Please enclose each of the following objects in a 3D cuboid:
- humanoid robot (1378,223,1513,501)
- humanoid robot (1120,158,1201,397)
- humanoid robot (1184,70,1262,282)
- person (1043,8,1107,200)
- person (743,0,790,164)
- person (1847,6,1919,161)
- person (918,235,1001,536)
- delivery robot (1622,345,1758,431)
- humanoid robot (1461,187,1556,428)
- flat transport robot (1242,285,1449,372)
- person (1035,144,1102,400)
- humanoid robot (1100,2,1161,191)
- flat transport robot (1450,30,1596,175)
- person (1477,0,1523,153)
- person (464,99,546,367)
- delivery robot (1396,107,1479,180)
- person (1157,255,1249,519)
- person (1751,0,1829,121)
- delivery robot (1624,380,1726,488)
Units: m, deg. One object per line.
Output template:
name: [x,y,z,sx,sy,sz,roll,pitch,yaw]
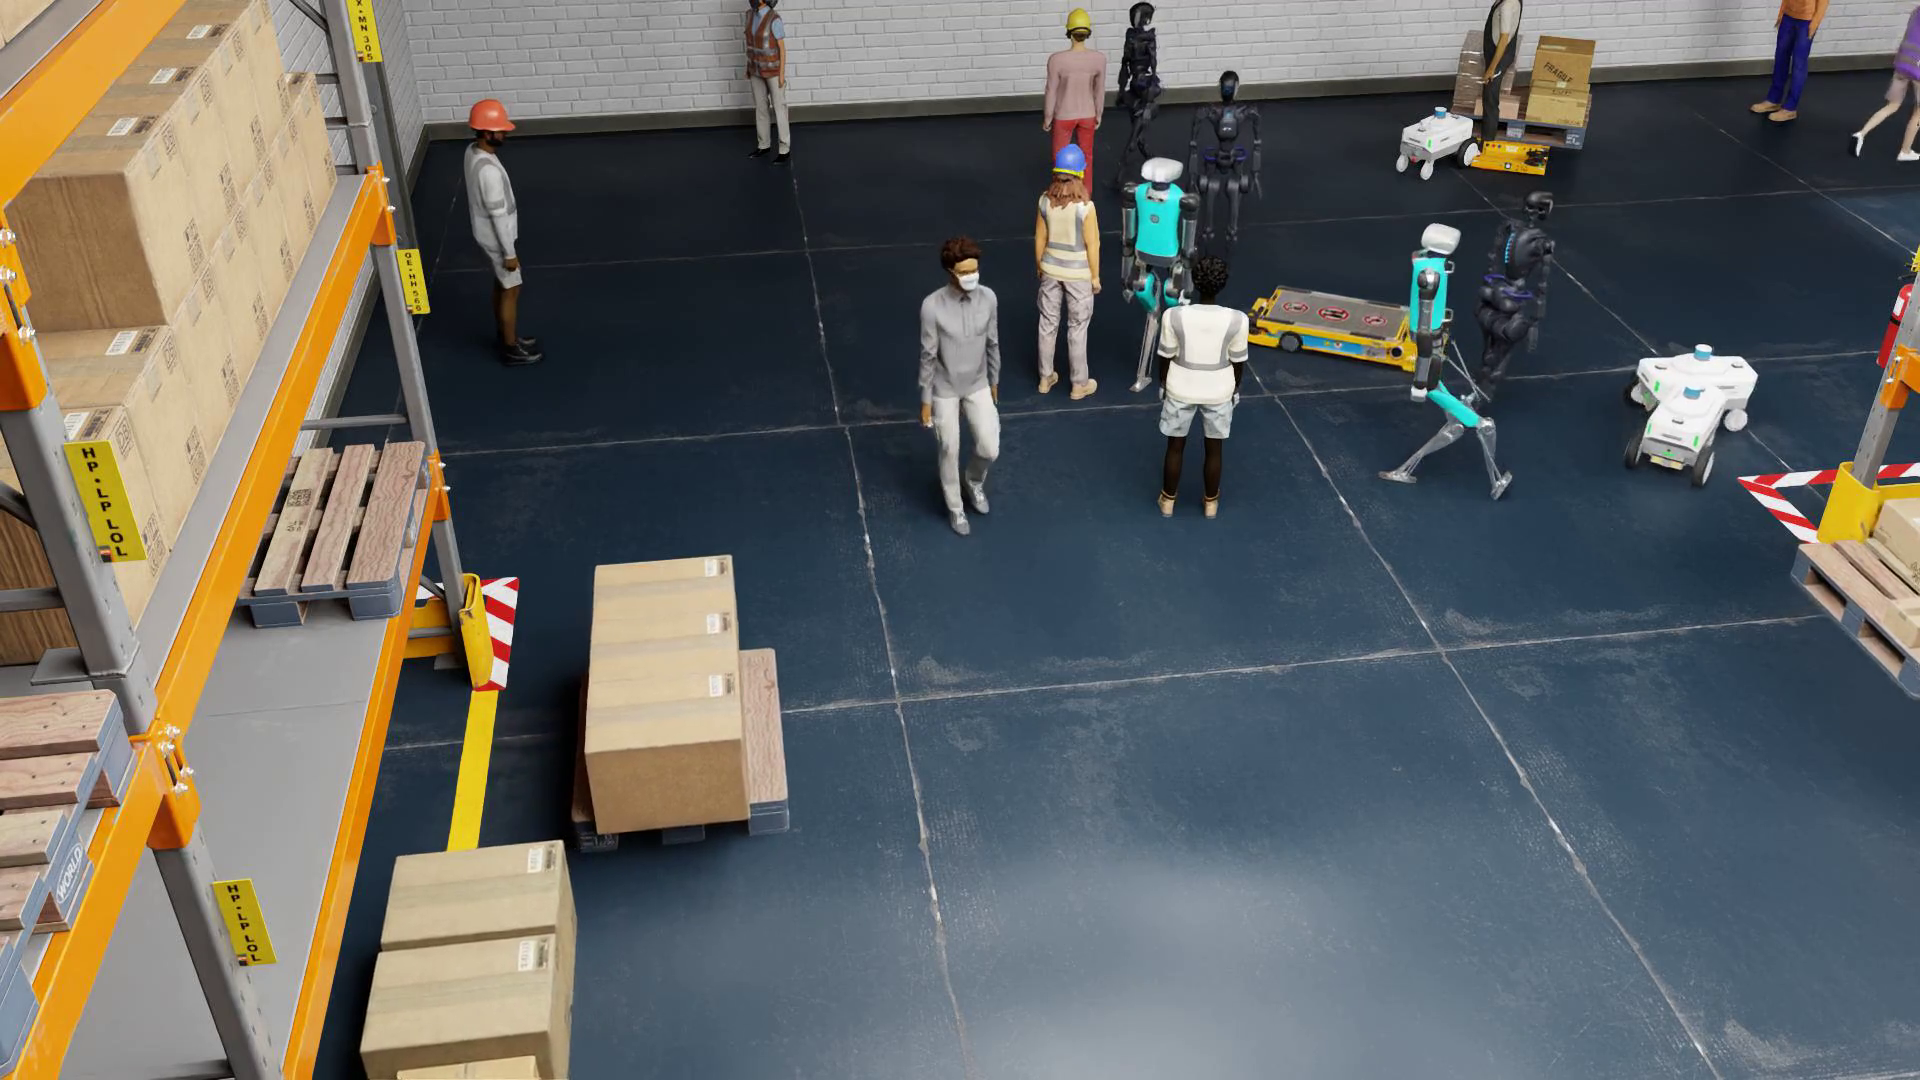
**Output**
humanoid robot: [3.124,-1.032,10.110,0.938,1.773,0.544,9,34,13]
humanoid robot: [1.392,-1.799,11.239,0.530,1.740,0.727,15,36,22]
humanoid robot: [2.051,-2.822,12.887,0.608,1.645,0.357,2,33,2]
person: [0.952,-3.551,13.934,0.525,1.760,0.328,-8,34,-12]
person: [-1.762,-4.258,15.074,0.455,1.688,0.299,22,39,30]
person: [8.587,-4.219,15.032,0.718,1.668,0.496,-13,35,-19]
person: [-0.001,-0.892,9.742,0.548,1.883,0.467,-10,35,-16]
delivery robot: [4.890,-1.018,11.157,0.775,0.601,0.499,-1,33,-2]
humanoid robot: [3.538,-1.526,10.915,0.447,1.640,0.601,-14,35,-20]
flat transport robot: [2.819,-1.556,12.237,1.431,0.231,0.659,13,35,19]
person: [0.726,-1.799,11.227,0.470,1.779,0.310,16,36,23]
humanoid robot: [1.546,-3.889,14.571,0.760,1.621,0.601,-13,35,-19]
flat transport robot: [5.227,-3.789,15.658,0.659,0.231,1.431,12,35,17]
person: [4.829,-4.327,15.041,0.345,1.846,0.507,10,34,15]
person: [-3.194,-2.127,11.601,0.379,1.926,0.547,-15,36,-22]
delivery robot: [4.353,-3.652,15.179,0.773,0.586,0.499,-26,41,-34]
person: [1.423,-0.888,9.908,0.533,1.693,0.320,4,33,6]
person: [8.112,-5.067,16.065,0.402,1.973,0.516,-11,35,-16]
delivery robot: [4.642,-0.711,10.697,0.499,0.613,0.807,21,38,28]
